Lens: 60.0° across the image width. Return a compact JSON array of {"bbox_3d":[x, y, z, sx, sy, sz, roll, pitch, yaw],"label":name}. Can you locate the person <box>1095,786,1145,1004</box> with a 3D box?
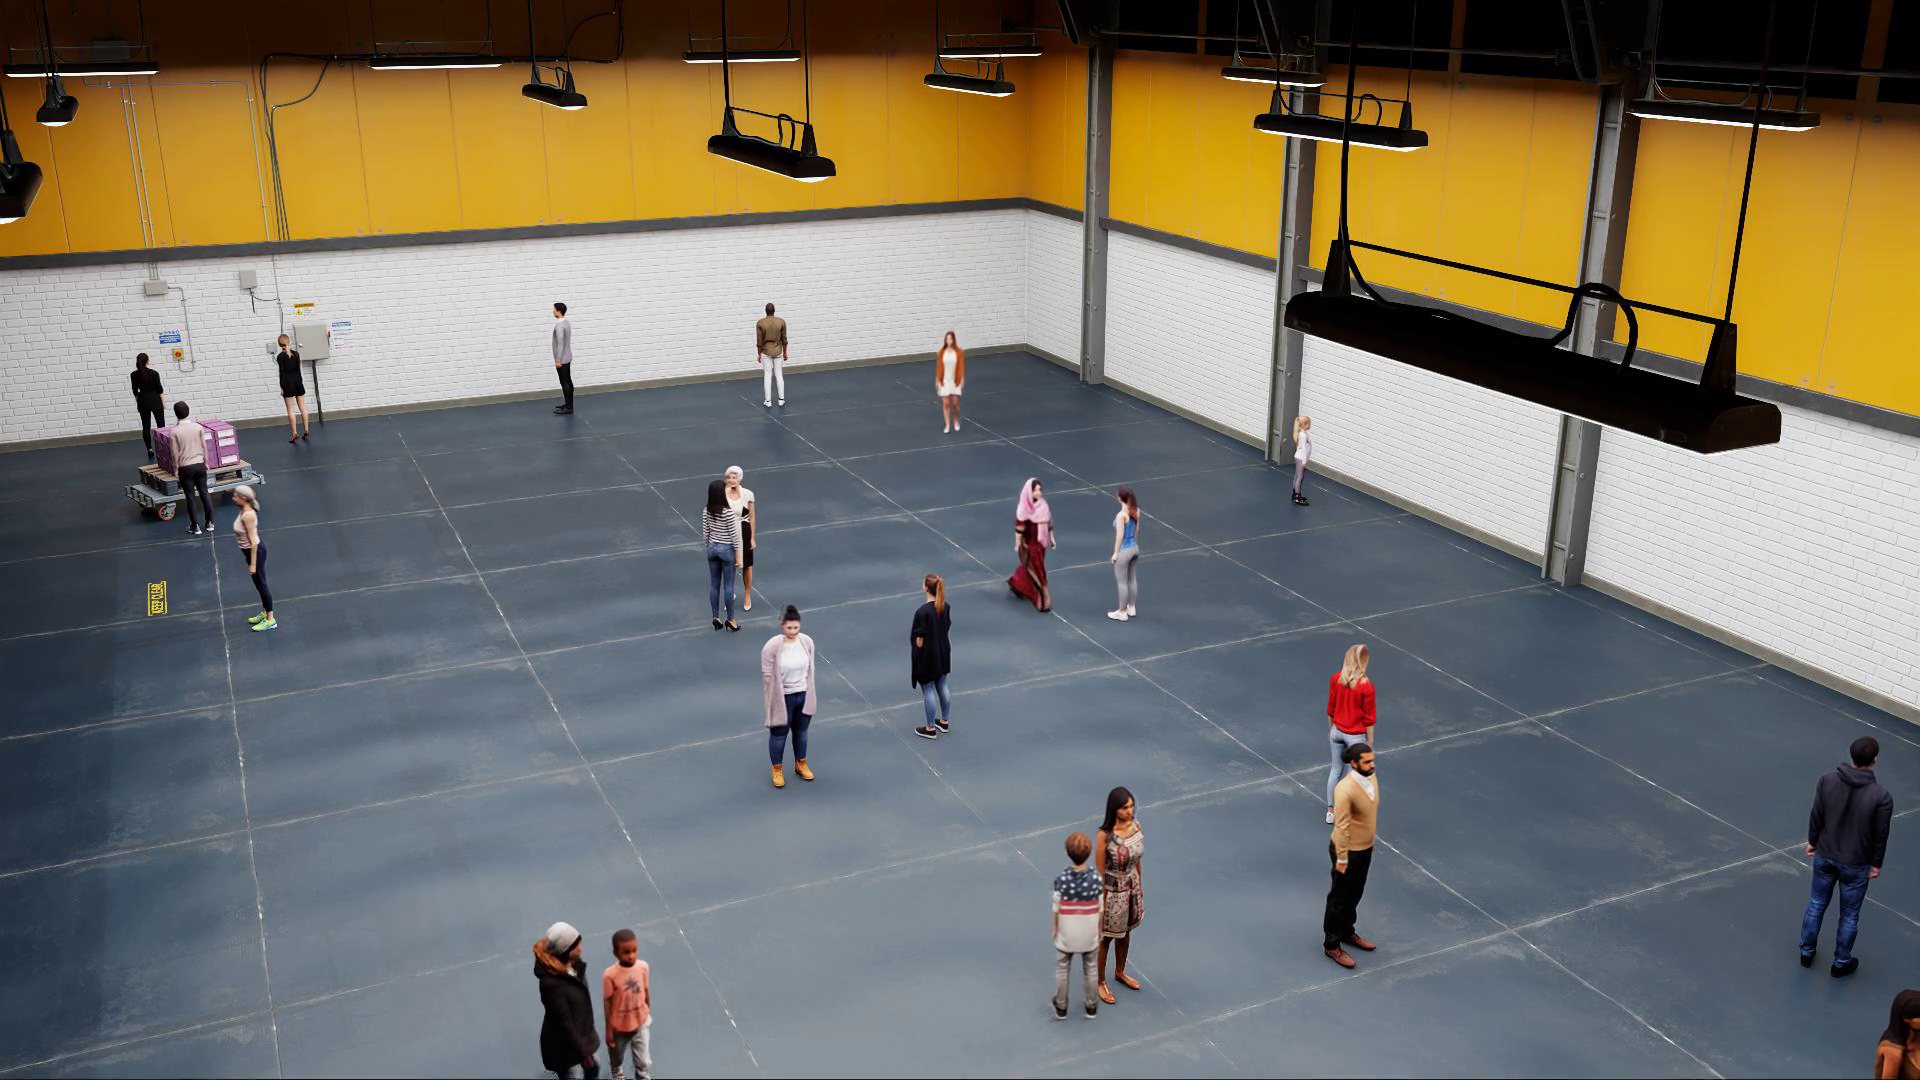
[{"bbox_3d":[1.150,2.555,12.152,0.699,1.645,0.617,-15,23,-37],"label":"person"}]

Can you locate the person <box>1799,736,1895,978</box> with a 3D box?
[{"bbox_3d":[6.573,2.346,12.387,0.648,1.892,0.812,17,25,40],"label":"person"}]

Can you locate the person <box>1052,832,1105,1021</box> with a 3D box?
[{"bbox_3d":[0.834,2.755,11.886,0.577,1.436,0.587,0,19,0],"label":"person"}]

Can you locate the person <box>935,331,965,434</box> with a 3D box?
[{"bbox_3d":[-0.162,-2.623,27.435,0.745,1.704,0.786,3,19,8],"label":"person"}]

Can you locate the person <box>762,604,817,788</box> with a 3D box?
[{"bbox_3d":[-1.578,1.413,15.386,0.695,1.745,0.618,-9,21,-26],"label":"person"}]

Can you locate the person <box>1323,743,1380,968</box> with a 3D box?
[{"bbox_3d":[2.976,2.342,12.613,0.735,1.754,0.744,15,24,38],"label":"person"}]

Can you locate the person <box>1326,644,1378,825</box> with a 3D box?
[{"bbox_3d":[3.410,1.710,14.568,0.565,1.703,0.742,18,25,42],"label":"person"}]

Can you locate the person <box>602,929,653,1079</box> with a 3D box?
[{"bbox_3d":[-2.212,3.143,10.955,0.489,1.294,0.833,-8,20,-23],"label":"person"}]

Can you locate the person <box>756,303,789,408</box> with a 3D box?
[{"bbox_3d":[-3.288,-3.256,29.125,0.764,1.825,0.632,-5,19,-14],"label":"person"}]

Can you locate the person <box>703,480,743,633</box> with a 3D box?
[{"bbox_3d":[-2.719,0.182,18.960,0.609,1.797,0.699,9,21,26],"label":"person"}]

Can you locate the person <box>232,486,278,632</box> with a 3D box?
[{"bbox_3d":[-8.099,0.188,19.093,0.651,1.701,0.466,-9,21,-26],"label":"person"}]

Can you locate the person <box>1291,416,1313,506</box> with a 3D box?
[{"bbox_3d":[4.876,-1.157,23.749,0.631,1.278,0.547,2,19,4],"label":"person"}]

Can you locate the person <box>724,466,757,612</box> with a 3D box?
[{"bbox_3d":[-2.636,-0.027,19.647,0.700,1.755,0.707,2,19,7],"label":"person"}]

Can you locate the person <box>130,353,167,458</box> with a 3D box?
[{"bbox_3d":[-12.638,-2.100,25.949,0.665,1.661,0.656,-2,19,-6],"label":"person"}]

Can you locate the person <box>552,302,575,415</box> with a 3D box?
[{"bbox_3d":[-6.827,-3.145,28.641,0.880,1.923,0.716,-1,19,-4],"label":"person"}]

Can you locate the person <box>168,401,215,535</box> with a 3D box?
[{"bbox_3d":[-10.361,-0.984,22.406,0.687,1.808,0.661,-17,25,-40],"label":"person"}]

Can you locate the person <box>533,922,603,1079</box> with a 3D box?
[{"bbox_3d":[-2.501,3.135,10.455,0.830,1.629,0.765,2,19,5],"label":"person"}]

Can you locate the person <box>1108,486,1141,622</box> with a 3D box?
[{"bbox_3d":[1.937,0.143,19.372,0.655,1.607,0.642,16,24,39],"label":"person"}]

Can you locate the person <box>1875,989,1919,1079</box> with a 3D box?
[{"bbox_3d":[5.403,3.363,9.682,0.620,1.690,0.630,17,25,41],"label":"person"}]

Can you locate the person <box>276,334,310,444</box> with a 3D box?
[{"bbox_3d":[-10.784,-2.453,26.829,0.678,1.768,0.654,12,22,31],"label":"person"}]

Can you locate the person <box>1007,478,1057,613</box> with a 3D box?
[{"bbox_3d":[0.811,0.026,19.728,0.836,1.603,1.114,-17,25,-41],"label":"person"}]

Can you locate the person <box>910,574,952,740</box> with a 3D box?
[{"bbox_3d":[-0.265,1.128,16.328,0.702,1.684,0.673,-17,25,-42],"label":"person"}]
